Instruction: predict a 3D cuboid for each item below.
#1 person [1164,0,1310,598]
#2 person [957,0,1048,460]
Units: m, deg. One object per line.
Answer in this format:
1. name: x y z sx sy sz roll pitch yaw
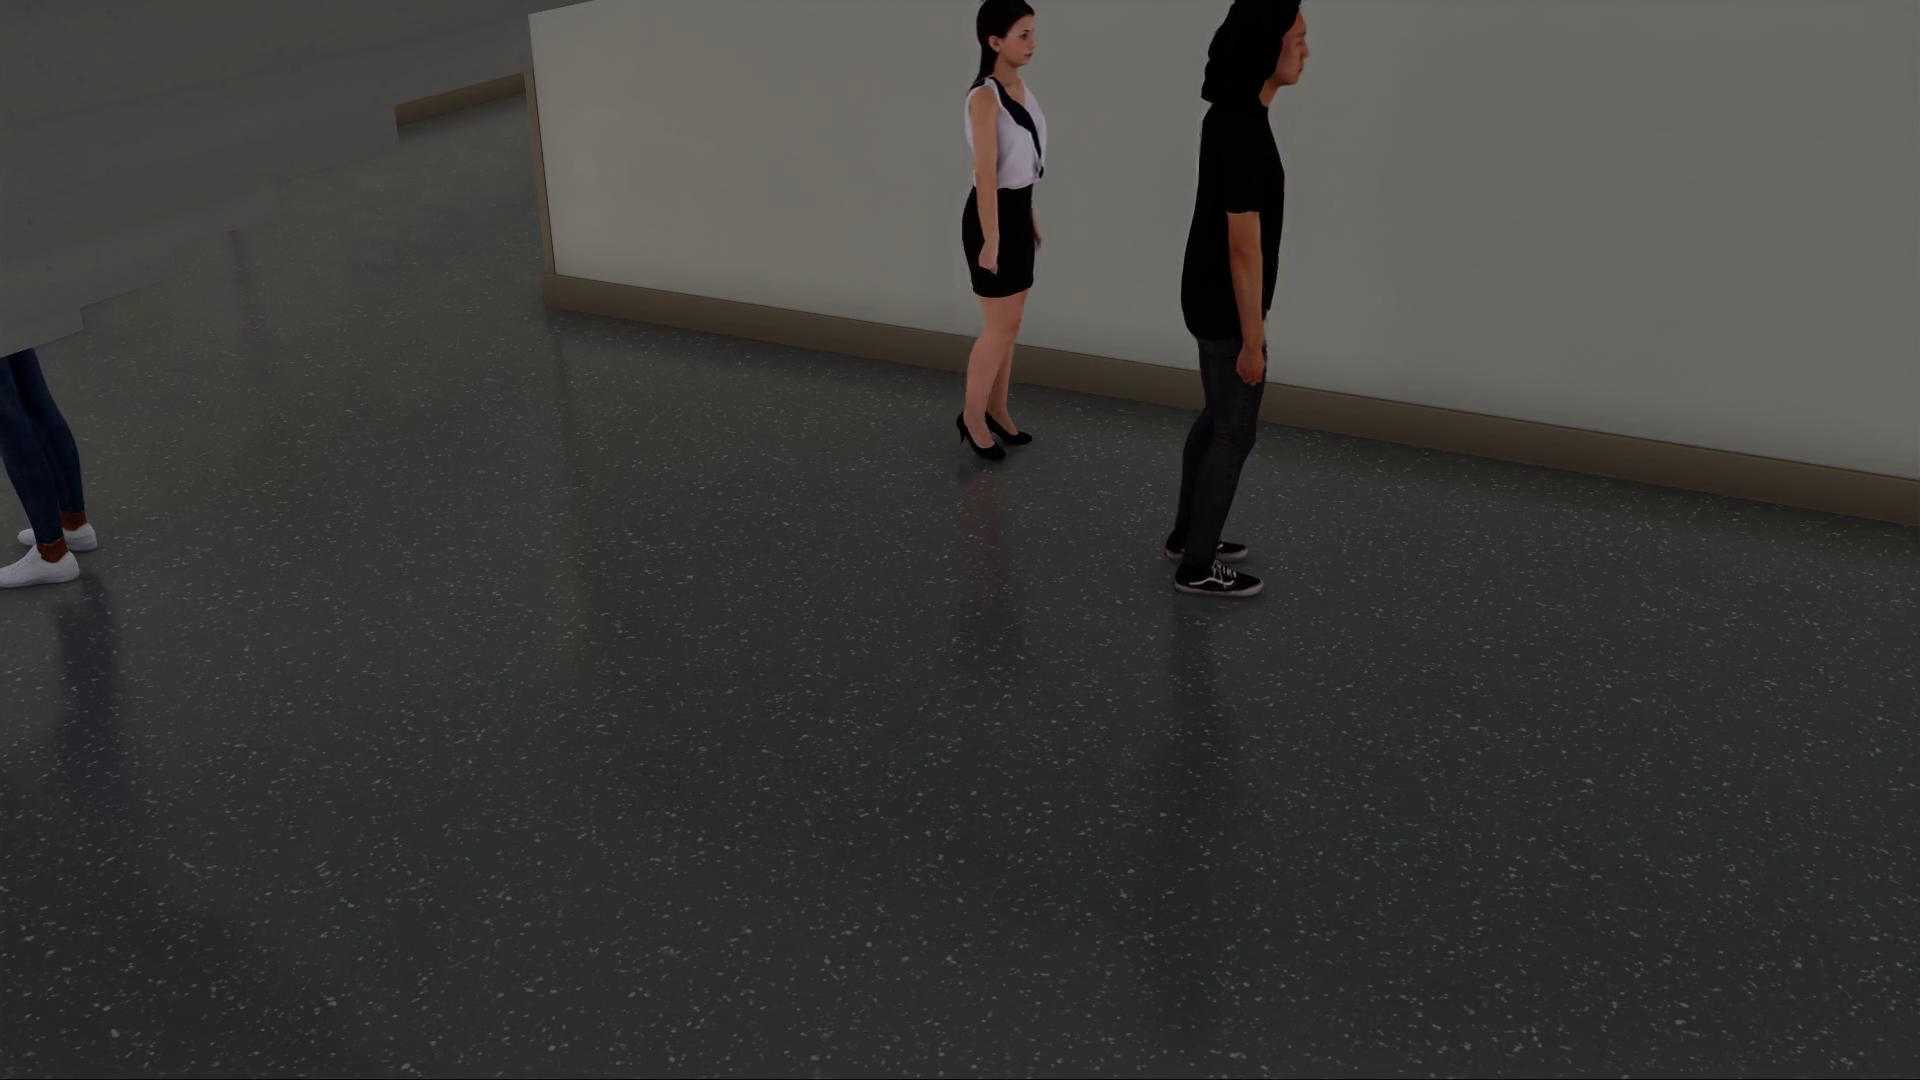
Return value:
1. person: 0.785 -0.704 4.929 0.683 1.823 0.710 -1 26 -2
2. person: 0.130 -1.101 5.970 0.551 1.647 0.601 7 27 14
